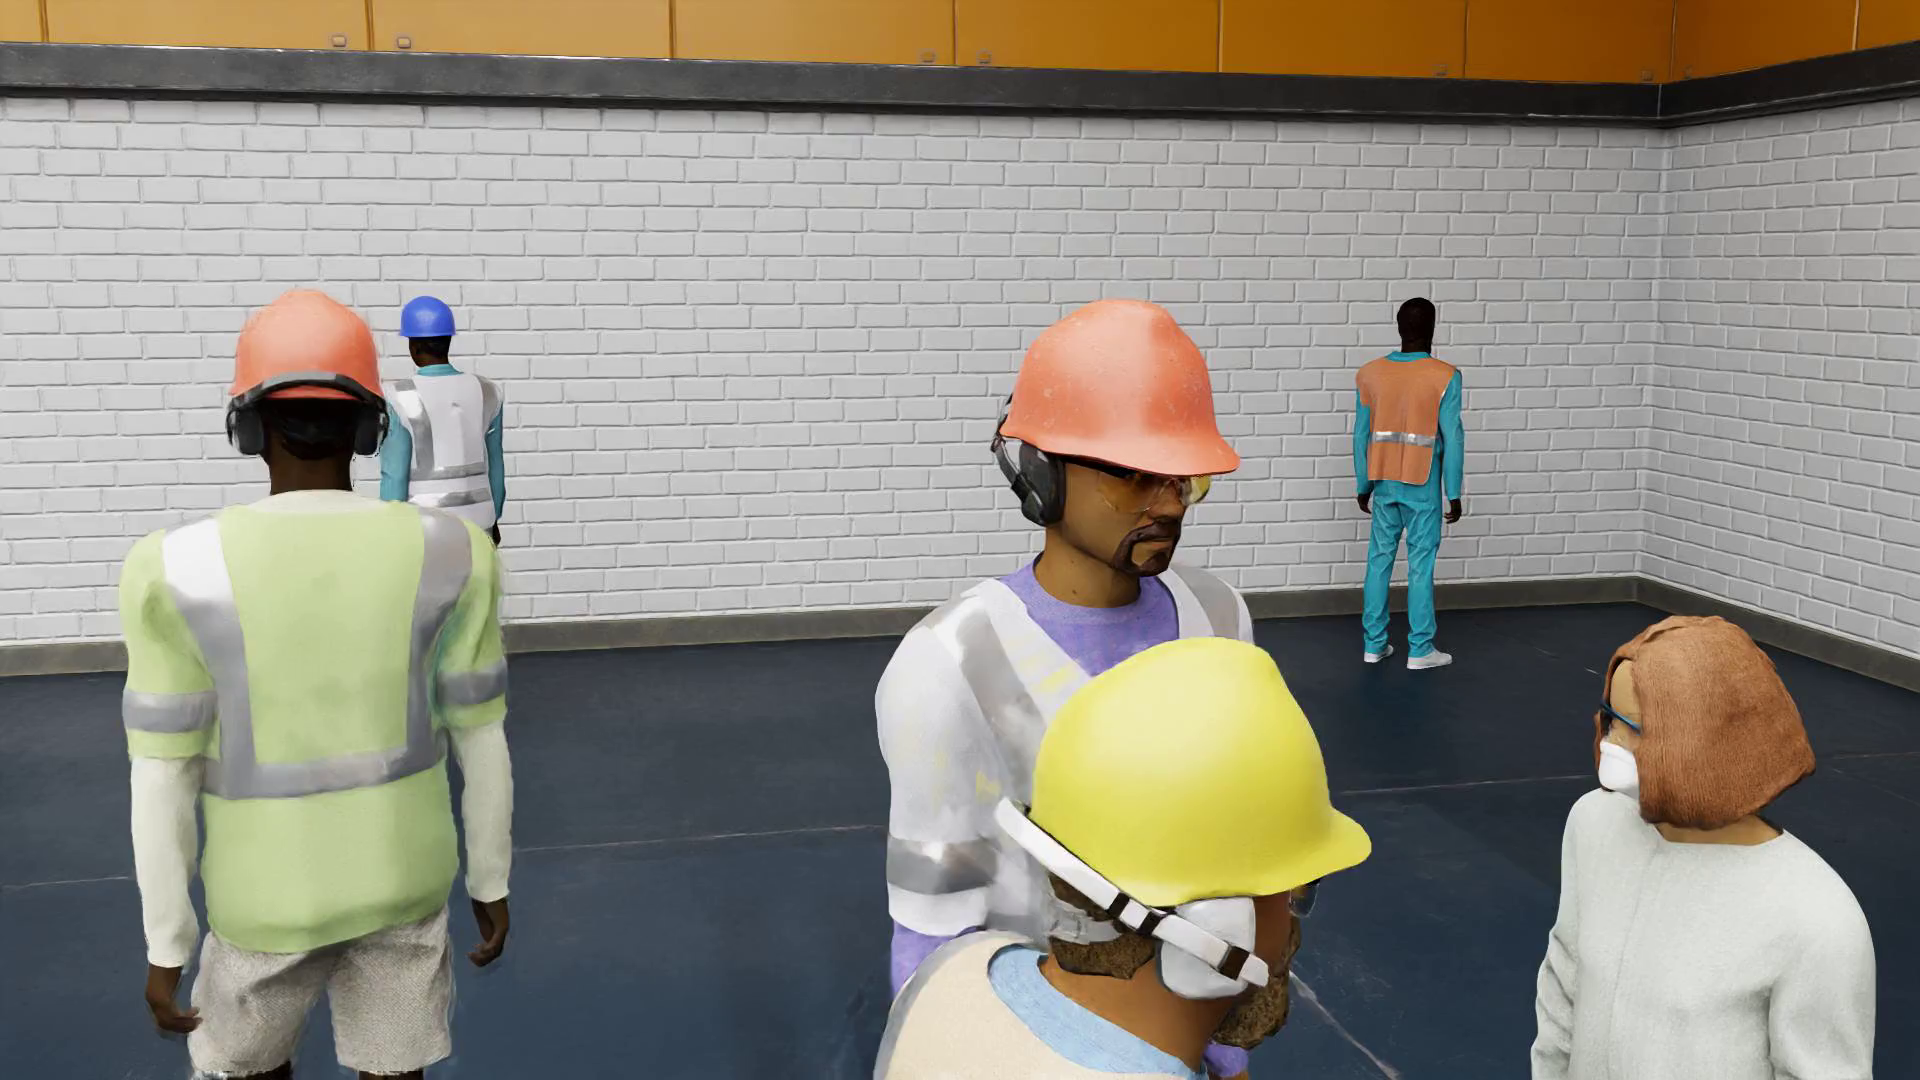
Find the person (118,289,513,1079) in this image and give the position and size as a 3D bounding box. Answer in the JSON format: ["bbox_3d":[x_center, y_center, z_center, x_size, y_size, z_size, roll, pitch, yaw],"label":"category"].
[{"bbox_3d":[-1.085,0.593,2.892,0.622,2.031,0.448,-5,11,-28],"label":"person"}]

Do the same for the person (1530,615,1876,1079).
[{"bbox_3d":[0.943,0.901,2.225,0.274,1.631,0.507,-4,10,-21],"label":"person"}]

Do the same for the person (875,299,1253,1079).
[{"bbox_3d":[0.183,0.704,2.221,0.602,2.035,0.405,-8,12,-40],"label":"person"}]

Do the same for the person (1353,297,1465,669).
[{"bbox_3d":[2.315,-0.288,8.609,0.596,1.917,0.384,8,12,41],"label":"person"}]

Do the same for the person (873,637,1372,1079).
[{"bbox_3d":[0.116,0.955,1.467,0.959,1.779,0.589,-4,10,-25],"label":"person"}]

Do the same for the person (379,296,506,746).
[{"bbox_3d":[-2.245,-0.078,7.233,0.383,1.950,0.601,8,12,39],"label":"person"}]
